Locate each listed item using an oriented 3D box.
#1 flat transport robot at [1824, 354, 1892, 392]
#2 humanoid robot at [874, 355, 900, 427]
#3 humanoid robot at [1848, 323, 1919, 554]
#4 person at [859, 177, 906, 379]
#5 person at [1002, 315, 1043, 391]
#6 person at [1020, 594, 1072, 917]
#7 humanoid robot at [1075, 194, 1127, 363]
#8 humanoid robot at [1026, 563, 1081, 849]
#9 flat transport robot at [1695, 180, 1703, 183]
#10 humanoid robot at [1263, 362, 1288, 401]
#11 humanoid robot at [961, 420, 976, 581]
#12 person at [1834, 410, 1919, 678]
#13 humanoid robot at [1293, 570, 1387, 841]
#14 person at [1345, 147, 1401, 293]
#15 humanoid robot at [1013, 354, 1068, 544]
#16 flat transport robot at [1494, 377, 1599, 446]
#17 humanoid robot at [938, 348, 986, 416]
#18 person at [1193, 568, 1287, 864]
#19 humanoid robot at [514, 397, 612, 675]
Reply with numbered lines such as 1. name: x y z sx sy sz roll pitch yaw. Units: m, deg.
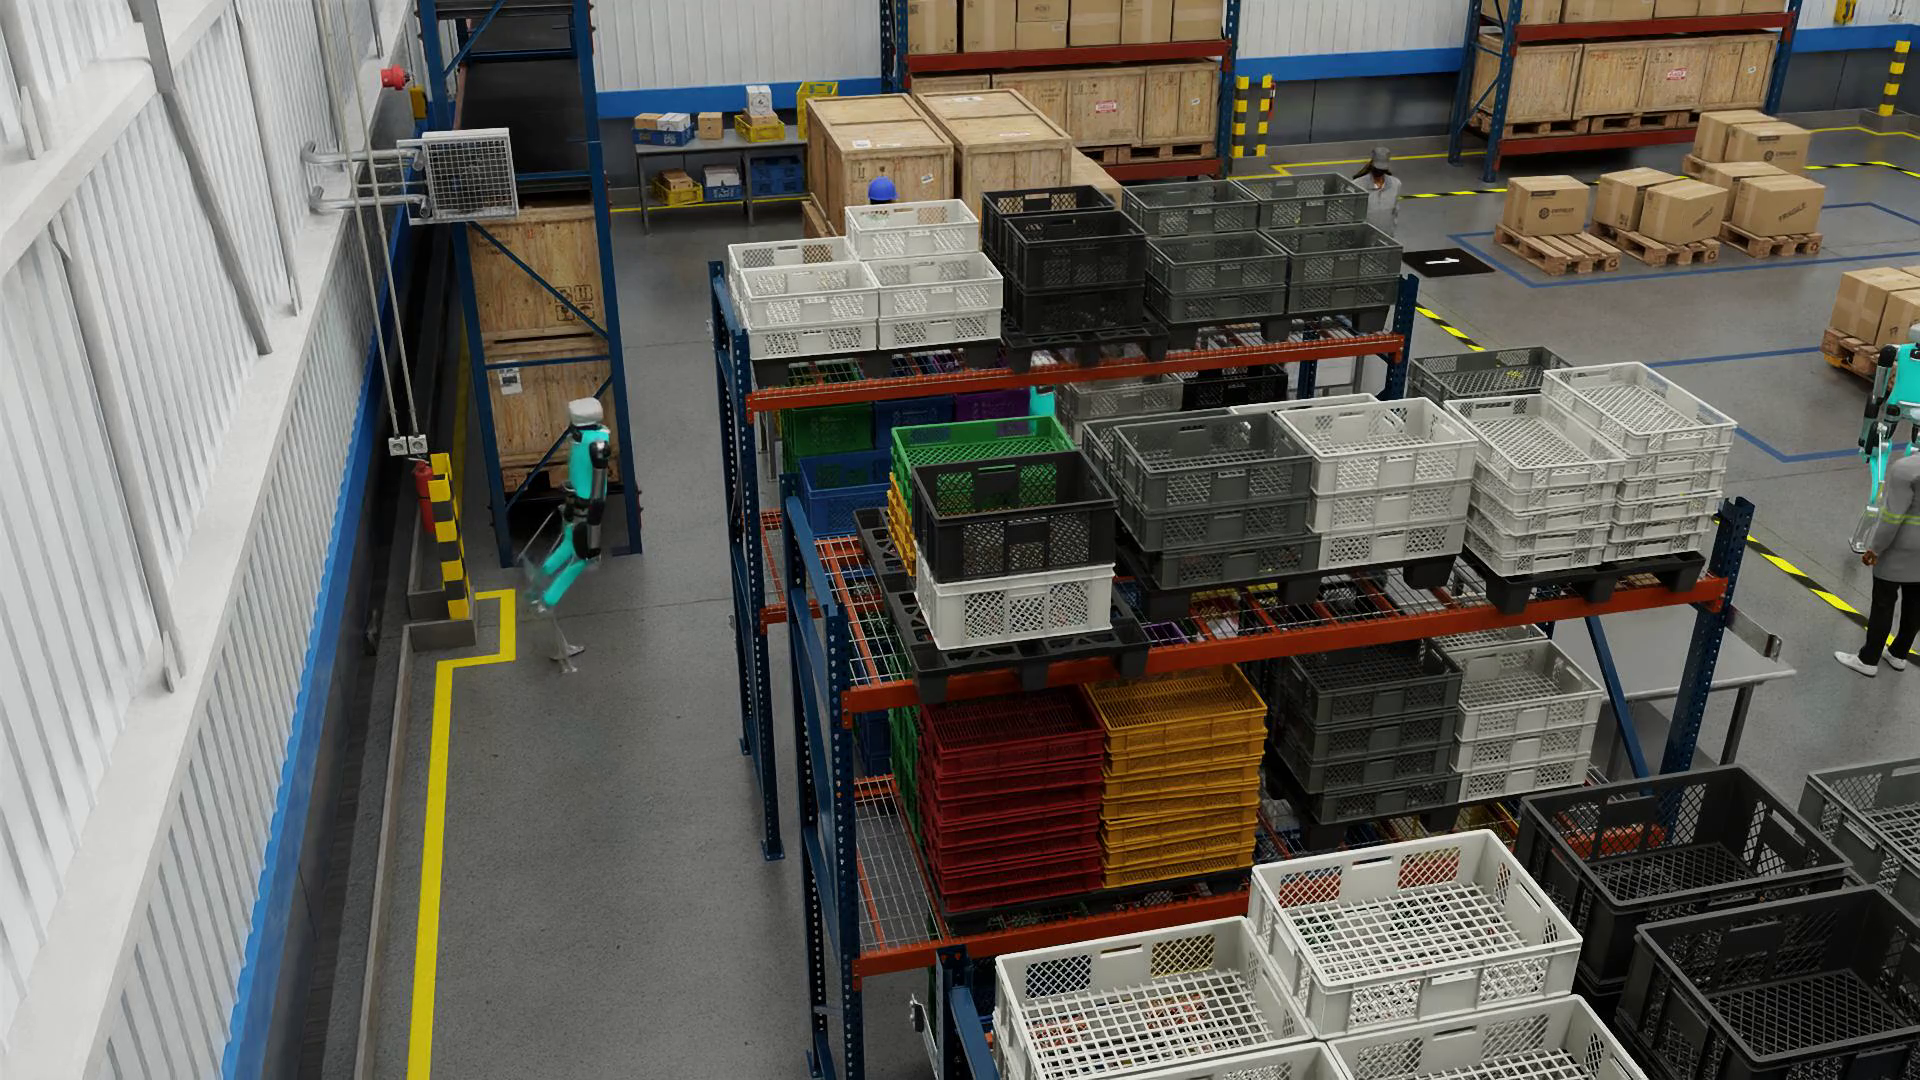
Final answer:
1. flat transport robot: 8.473 -1.467 14.800 0.652 0.197 1.431 -6 28 -12
2. humanoid robot: -0.473 -0.526 11.546 0.632 1.636 0.588 -3 28 -5
3. humanoid robot: 6.516 -0.632 11.531 0.533 1.673 0.735 14 31 24
4. person: -0.669 -2.165 14.355 0.613 1.944 0.388 21 34 34
5. person: 0.493 -1.006 12.117 1.033 2.003 0.596 0 28 0
6. person: 0.457 1.042 8.336 0.340 1.883 0.582 -4 28 -8
7. humanoid robot: 1.294 -2.314 14.941 0.585 1.632 0.442 -4 28 -8
8. humanoid robot: 0.300 0.873 8.804 0.680 1.780 0.538 16 32 27
9. flat transport robot: 9.396 -4.198 19.982 1.431 0.197 0.652 -6 28 -12
10. humanoid robot: 2.187 -0.576 11.644 0.631 1.631 0.600 -9 29 -16
11. humanoid robot: -0.003 -0.028 10.573 0.315 1.657 0.599 1 28 2
12. person: 5.904 -0.007 10.361 0.596 1.851 0.383 -7 29 -14
13. humanoid robot: 2.059 0.847 8.915 0.307 1.655 0.616 -17 32 -28
14. person: 3.920 -2.899 15.943 0.564 1.762 0.404 -7 28 -12
15. humanoid robot: 0.696 -0.299 11.101 0.535 1.822 0.766 -25 37 -39
16. flat transport robot: 4.780 -1.036 14.013 0.659 0.231 1.431 -6 28 -12
17. humanoid robot: -0.075 -0.405 11.264 0.546 1.815 0.677 5 28 9
18. person: 1.472 0.925 8.612 0.590 1.834 0.404 4 28 7
19. humanoid robot: -2.535 0.014 10.482 0.809 1.797 0.535 -14 31 -24
